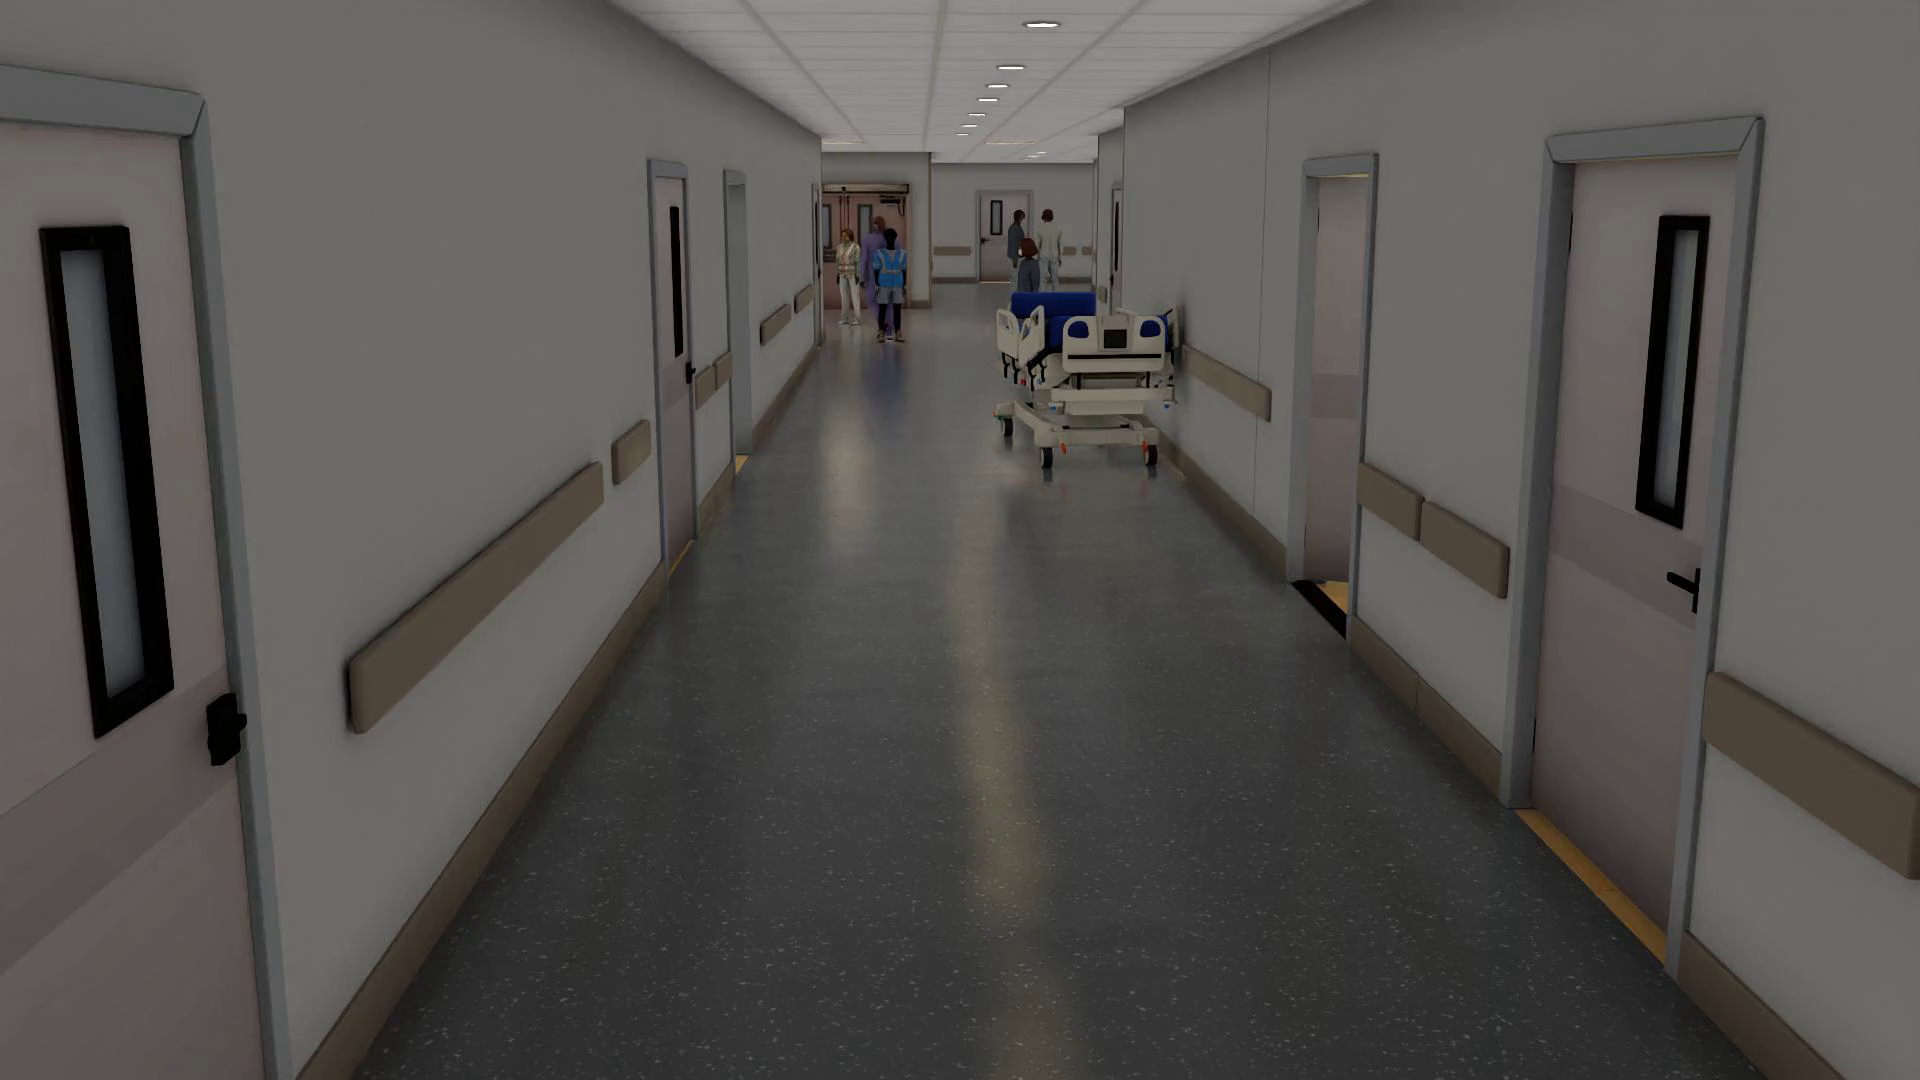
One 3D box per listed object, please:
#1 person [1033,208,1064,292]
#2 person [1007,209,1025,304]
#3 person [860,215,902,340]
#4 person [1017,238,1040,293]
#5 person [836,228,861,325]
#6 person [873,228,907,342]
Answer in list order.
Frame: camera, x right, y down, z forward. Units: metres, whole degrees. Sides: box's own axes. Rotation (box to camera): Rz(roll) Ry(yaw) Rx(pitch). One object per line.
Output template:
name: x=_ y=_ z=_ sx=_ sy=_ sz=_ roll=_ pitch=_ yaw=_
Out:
person: x=1.715 y=-5.496 z=32.524 sx=0.627 sy=1.940 sz=0.370 roll=-3 pitch=12 yaw=-15
person: x=1.116 y=-5.525 z=32.708 sx=0.383 sy=1.928 sz=0.636 roll=2 pitch=12 yaw=11
person: x=-1.180 y=-3.958 z=25.165 sx=0.686 sy=1.884 sz=0.491 roll=-5 pitch=13 yaw=-24
person: x=0.868 y=-3.081 z=21.506 sx=0.278 sy=1.634 sz=0.498 roll=-5 pitch=12 yaw=-21
person: x=-1.894 y=-4.466 z=28.263 sx=0.517 sy=1.632 sz=0.311 roll=8 pitch=14 yaw=33
person: x=-1.037 y=-3.800 z=24.855 sx=0.535 sy=1.697 sz=0.318 roll=-3 pitch=12 yaw=-16
